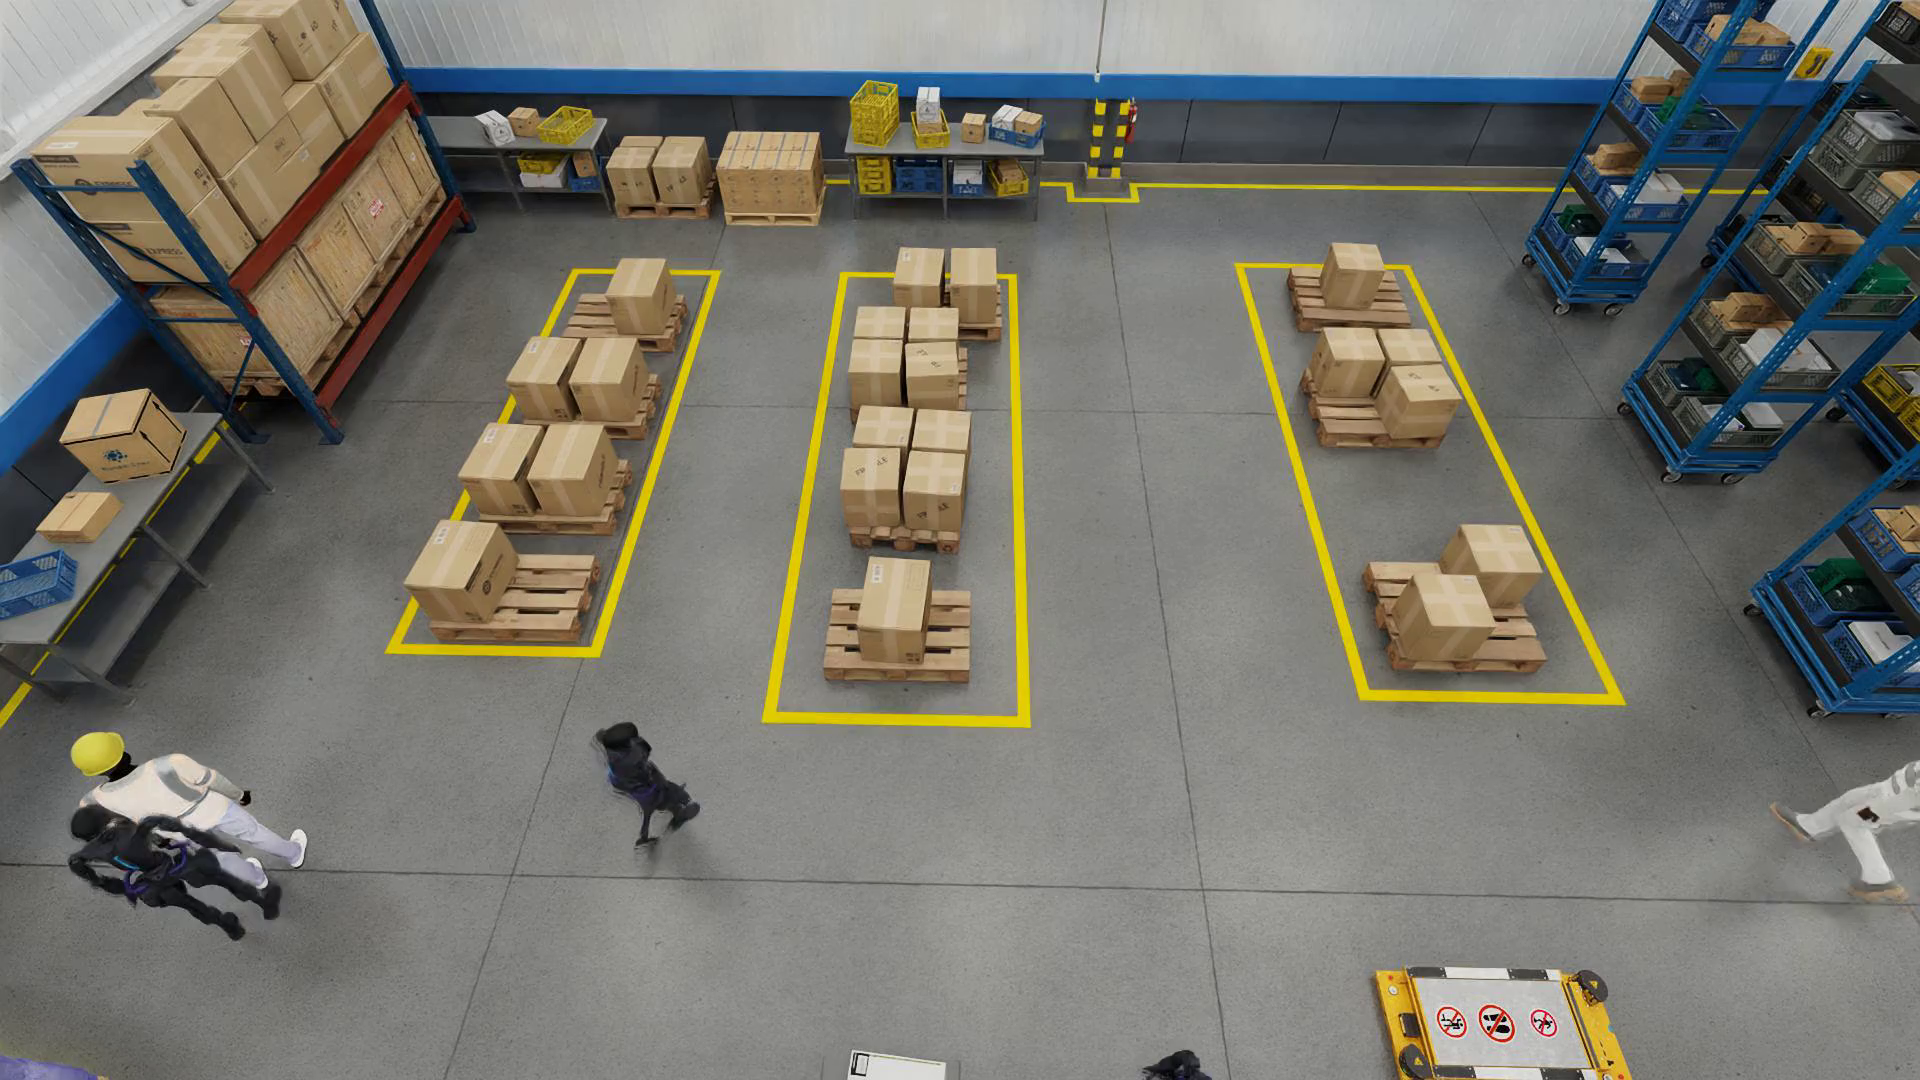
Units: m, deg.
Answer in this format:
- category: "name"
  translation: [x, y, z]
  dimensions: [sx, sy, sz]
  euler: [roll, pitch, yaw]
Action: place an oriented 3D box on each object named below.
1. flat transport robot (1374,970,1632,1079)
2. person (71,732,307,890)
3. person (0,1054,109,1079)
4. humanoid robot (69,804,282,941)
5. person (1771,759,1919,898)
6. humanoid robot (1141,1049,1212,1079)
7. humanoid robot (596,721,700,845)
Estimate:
- category: "flat transport robot"
  translation: [3.501, 3.133, 5.914]
  dimensions: [1.431, 0.197, 0.652]
  euler: [1, 51, 1]
- category: "person"
  translation: [-5.001, 1.778, 5.966]
  dimensions: [0.584, 1.928, 0.365]
  euler: [-31, 57, -23]
- category: "person"
  translation: [-5.520, 2.998, 4.900]
  dimensions: [0.536, 2.000, 0.685]
  euler: [-16, 53, -12]
- category: "humanoid robot"
  translation: [-5.018, 2.118, 5.847]
  dimensions: [0.602, 1.652, 0.353]
  euler: [-32, 58, -23]
- category: "person"
  translation: [6.319, 1.735, 6.044]
  dimensions: [0.584, 1.860, 0.728]
  euler: [-21, 54, -16]
- category: "humanoid robot"
  translation: [1.255, 3.151, 5.013]
  dimensions: [0.514, 1.638, 0.750]
  euler: [2, 51, 1]
- category: "humanoid robot"
  translation: [-2.184, 1.642, 6.241]
  dimensions: [0.646, 1.637, 0.488]
  euler: [23, 54, 17]
